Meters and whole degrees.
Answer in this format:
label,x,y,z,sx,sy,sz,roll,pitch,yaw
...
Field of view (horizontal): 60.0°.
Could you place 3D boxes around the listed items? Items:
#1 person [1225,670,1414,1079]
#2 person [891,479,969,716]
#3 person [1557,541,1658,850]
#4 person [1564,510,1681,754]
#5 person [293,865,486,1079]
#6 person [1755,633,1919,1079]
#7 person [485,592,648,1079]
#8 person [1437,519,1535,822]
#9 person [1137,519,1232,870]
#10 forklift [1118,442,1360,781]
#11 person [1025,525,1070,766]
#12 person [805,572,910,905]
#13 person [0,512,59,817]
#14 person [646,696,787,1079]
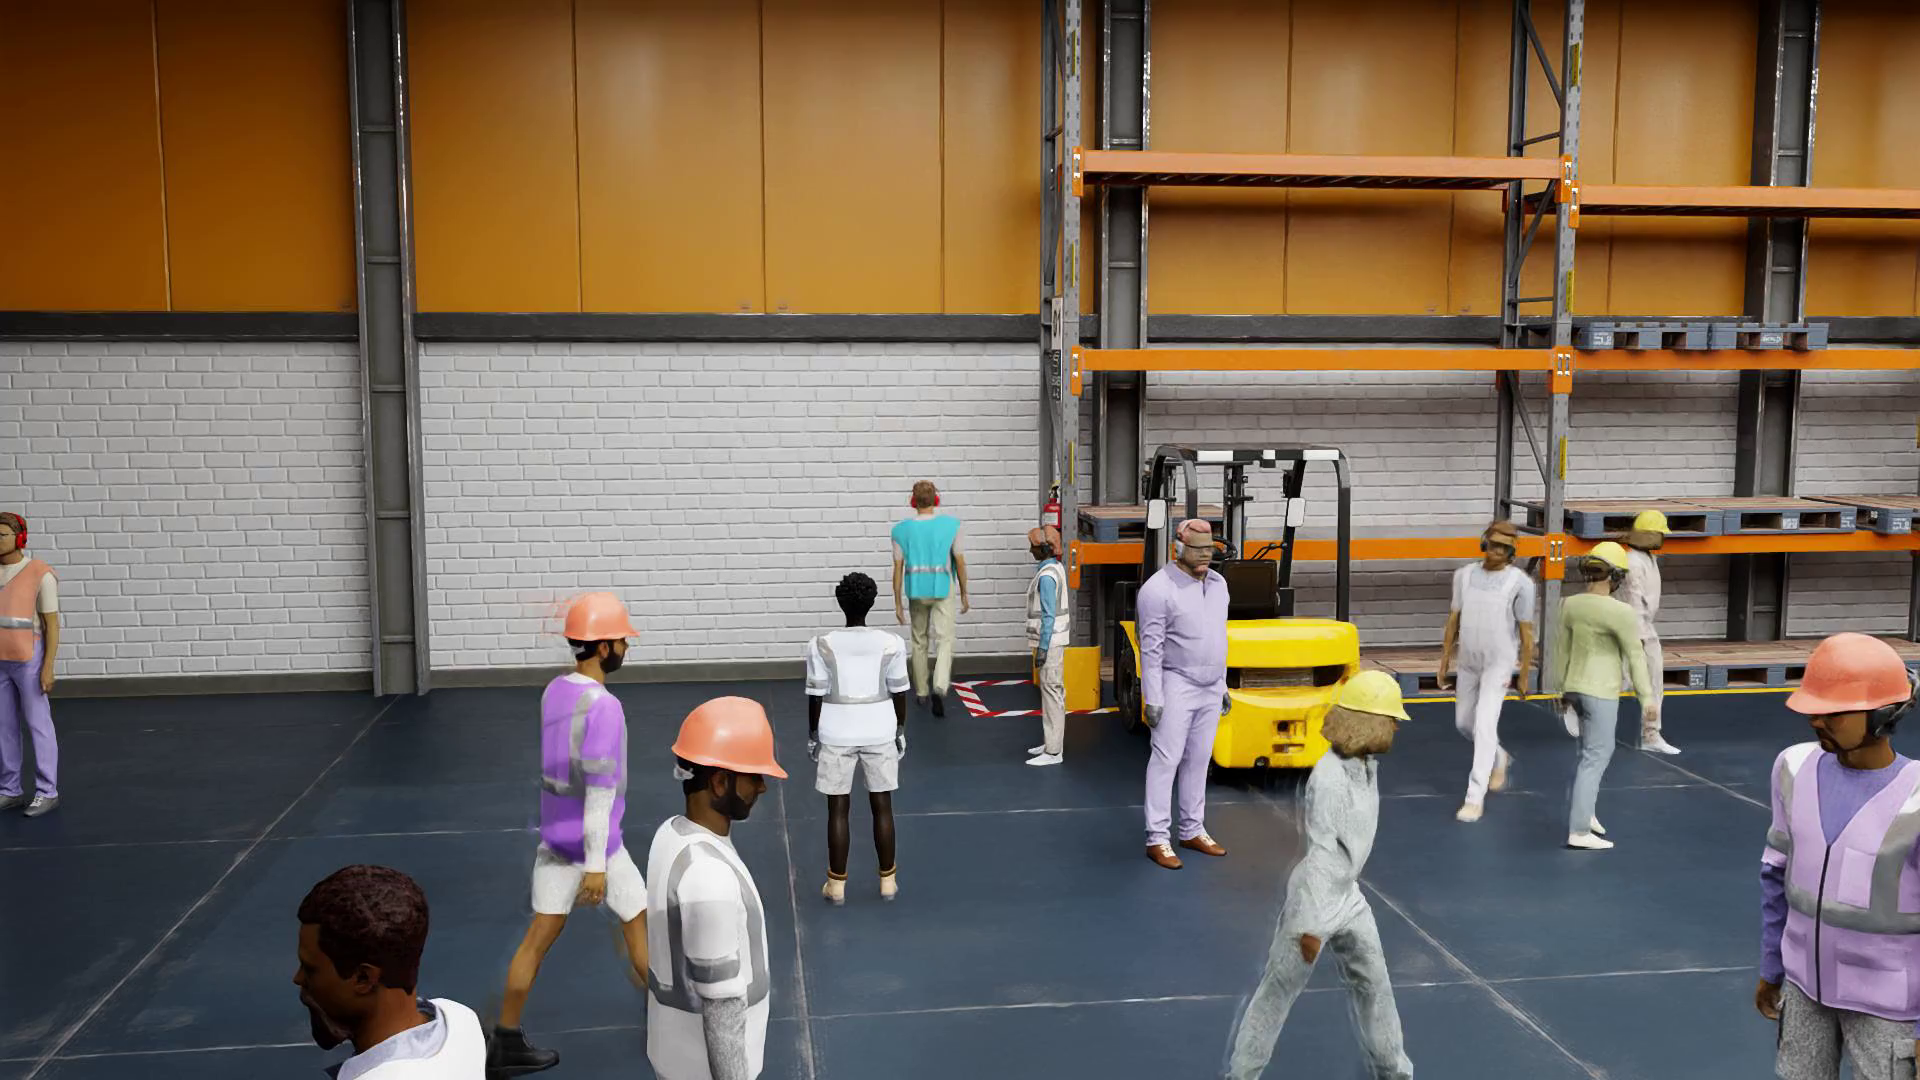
label,x,y,z,sx,sy,sz,roll,pitch,yaw
person,1.377,1.303,5.932,0.876,1.690,0.570,4,7,29
person,-0.238,0.438,12.943,0.592,1.820,0.819,1,7,8
person,3.637,0.883,9.415,0.513,1.736,0.545,-2,7,-14
person,4.702,0.628,11.733,0.736,1.711,0.492,6,9,43
person,-0.998,1.523,3.022,0.376,1.915,0.600,-1,7,-5
person,2.521,1.269,4.730,0.403,2.036,0.609,-3,7,-25
person,-1.435,1.138,6.560,1.039,1.877,0.562,-5,8,-39
person,3.227,0.764,10.175,0.831,1.805,0.523,-6,9,-44
person,1.268,0.830,9.143,0.650,1.904,0.401,-5,8,-39
forklift,1.912,0.418,11.496,1.214,2.155,2.313,-1,7,-8
person,0.597,0.713,11.322,0.309,1.639,0.514,1,7,7
person,-0.525,1.008,8.485,0.541,1.695,0.316,-1,7,-12
person,-5.726,0.746,10.115,0.565,1.850,0.390,1,7,12
person,-0.627,1.364,4.365,0.371,1.928,0.543,-3,7,-22
